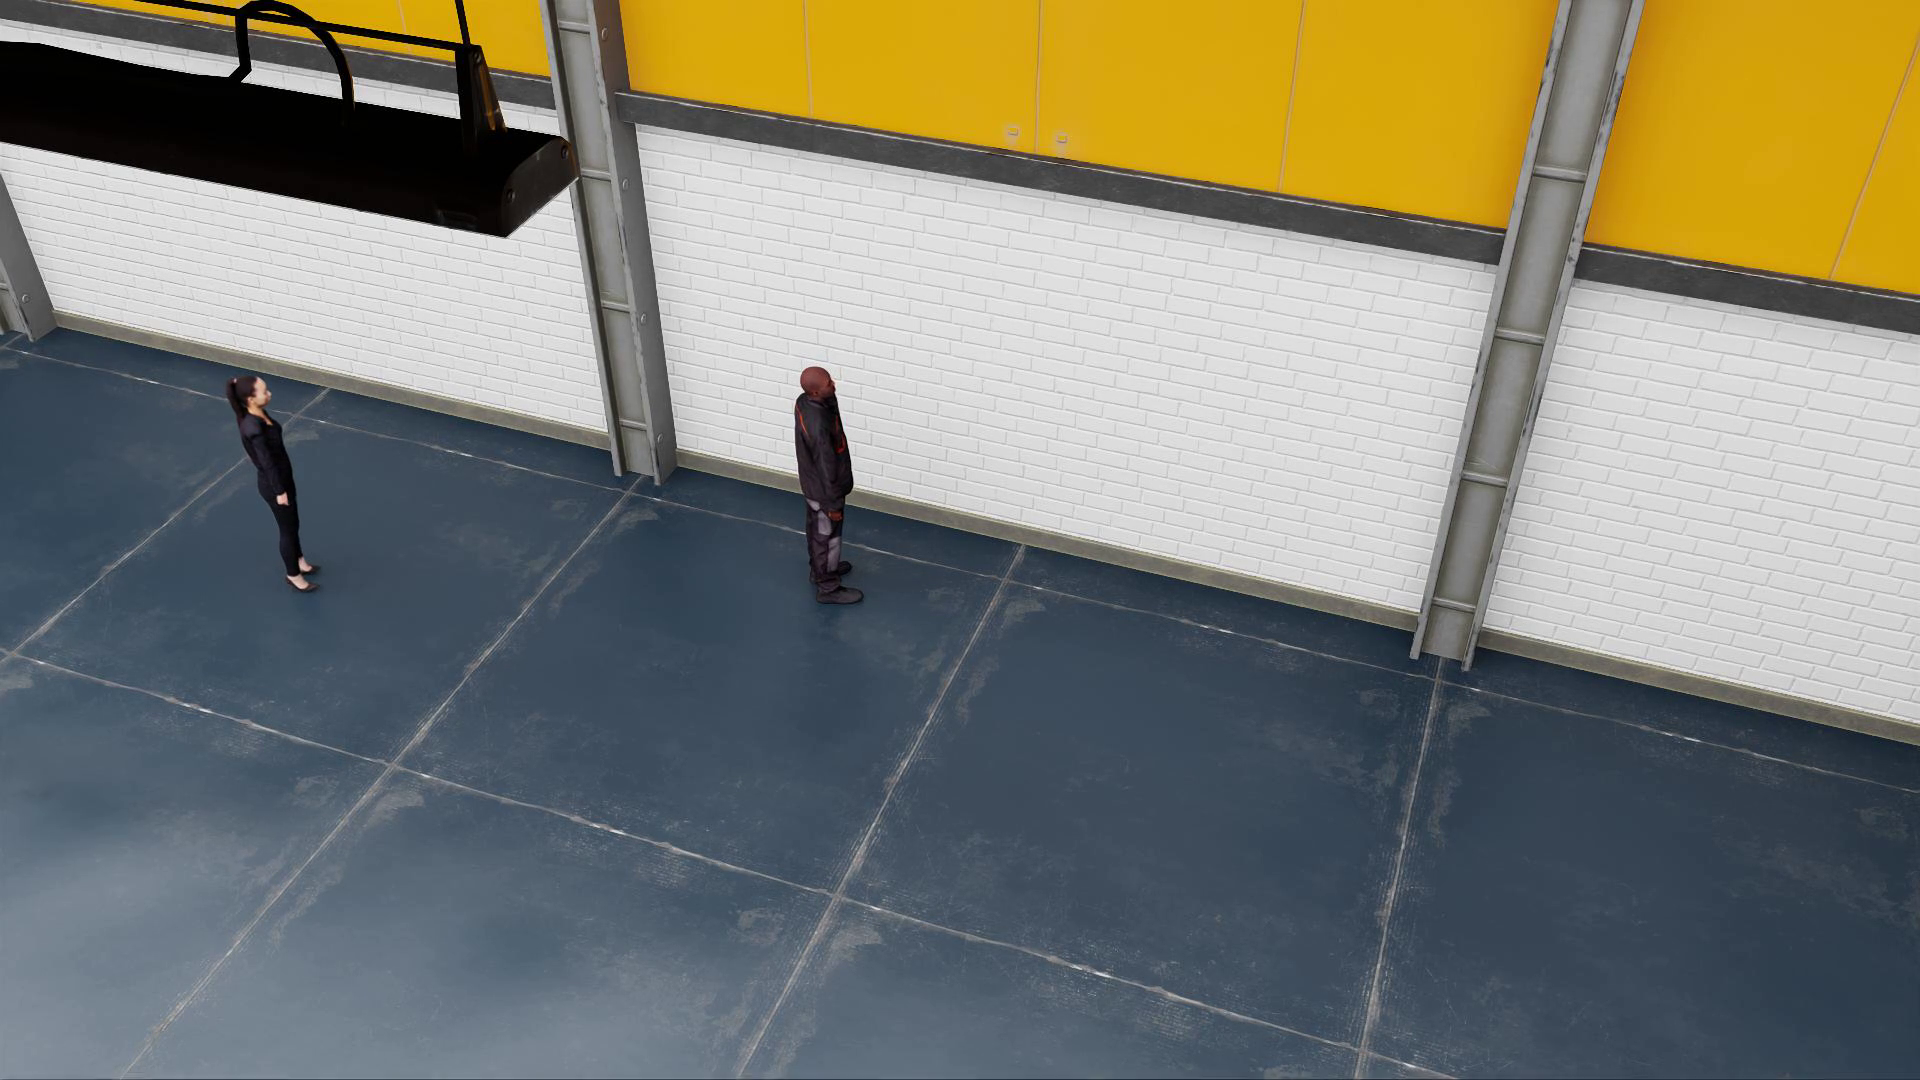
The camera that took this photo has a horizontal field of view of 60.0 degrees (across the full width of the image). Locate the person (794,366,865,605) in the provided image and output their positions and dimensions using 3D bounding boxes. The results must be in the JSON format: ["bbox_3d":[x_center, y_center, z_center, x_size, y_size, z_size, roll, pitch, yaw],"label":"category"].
[{"bbox_3d":[-0.927,-0.387,11.093,0.827,1.825,0.800,-11,40,-13],"label":"person"}]

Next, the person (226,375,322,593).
[{"bbox_3d":[-4.596,-0.383,11.182,0.668,1.707,0.631,-12,40,-15],"label":"person"}]
